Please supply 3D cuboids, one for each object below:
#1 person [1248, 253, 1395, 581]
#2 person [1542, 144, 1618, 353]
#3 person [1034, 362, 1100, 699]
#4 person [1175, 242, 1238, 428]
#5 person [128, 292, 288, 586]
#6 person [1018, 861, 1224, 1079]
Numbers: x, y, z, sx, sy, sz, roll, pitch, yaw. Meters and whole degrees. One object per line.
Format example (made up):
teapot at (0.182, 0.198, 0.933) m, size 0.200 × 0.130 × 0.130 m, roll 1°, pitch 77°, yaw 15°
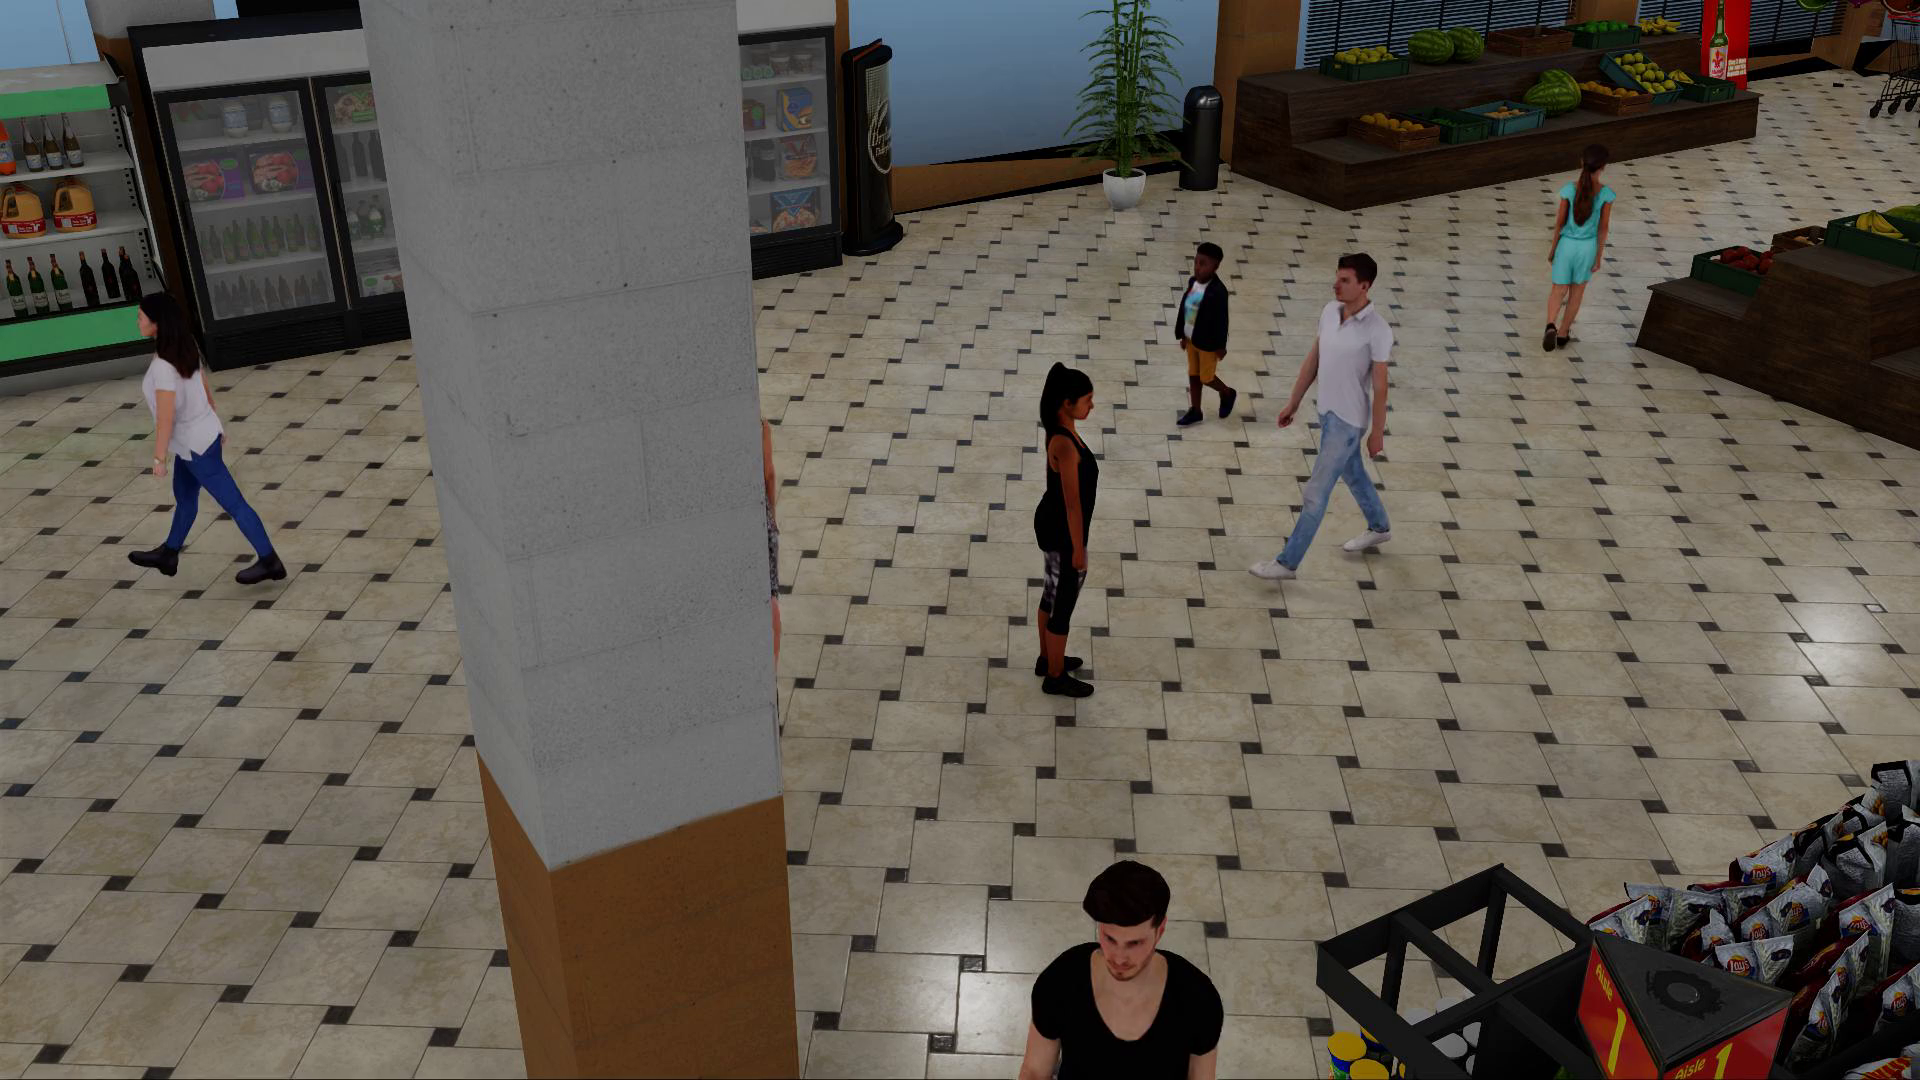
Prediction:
person at (2.137, -0.651, 8.959) m, size 1.261 × 1.804 × 0.802 m, roll -10°, pitch 29°, yaw -19°
person at (4.470, -2.077, 12.060) m, size 0.860 × 1.541 × 0.985 m, roll 11°, pitch 29°, yaw 20°
person at (0.488, -0.050, 7.917) m, size 0.630 × 1.674 × 0.647 m, roll -4°, pitch 27°, yaw -7°
person at (1.654, -1.360, 10.956) m, size 0.673 × 1.262 × 0.536 m, roll -17°, pitch 31°, yaw -29°
person at (-3.926, -0.474, 8.789) m, size 1.148 × 1.641 × 0.873 m, roll -4°, pitch 27°, yaw -7°
person at (0.426, 1.587, 4.476) m, size 1.215 × 1.866 × 1.244 m, roll 6°, pitch 27°, yaw 12°
